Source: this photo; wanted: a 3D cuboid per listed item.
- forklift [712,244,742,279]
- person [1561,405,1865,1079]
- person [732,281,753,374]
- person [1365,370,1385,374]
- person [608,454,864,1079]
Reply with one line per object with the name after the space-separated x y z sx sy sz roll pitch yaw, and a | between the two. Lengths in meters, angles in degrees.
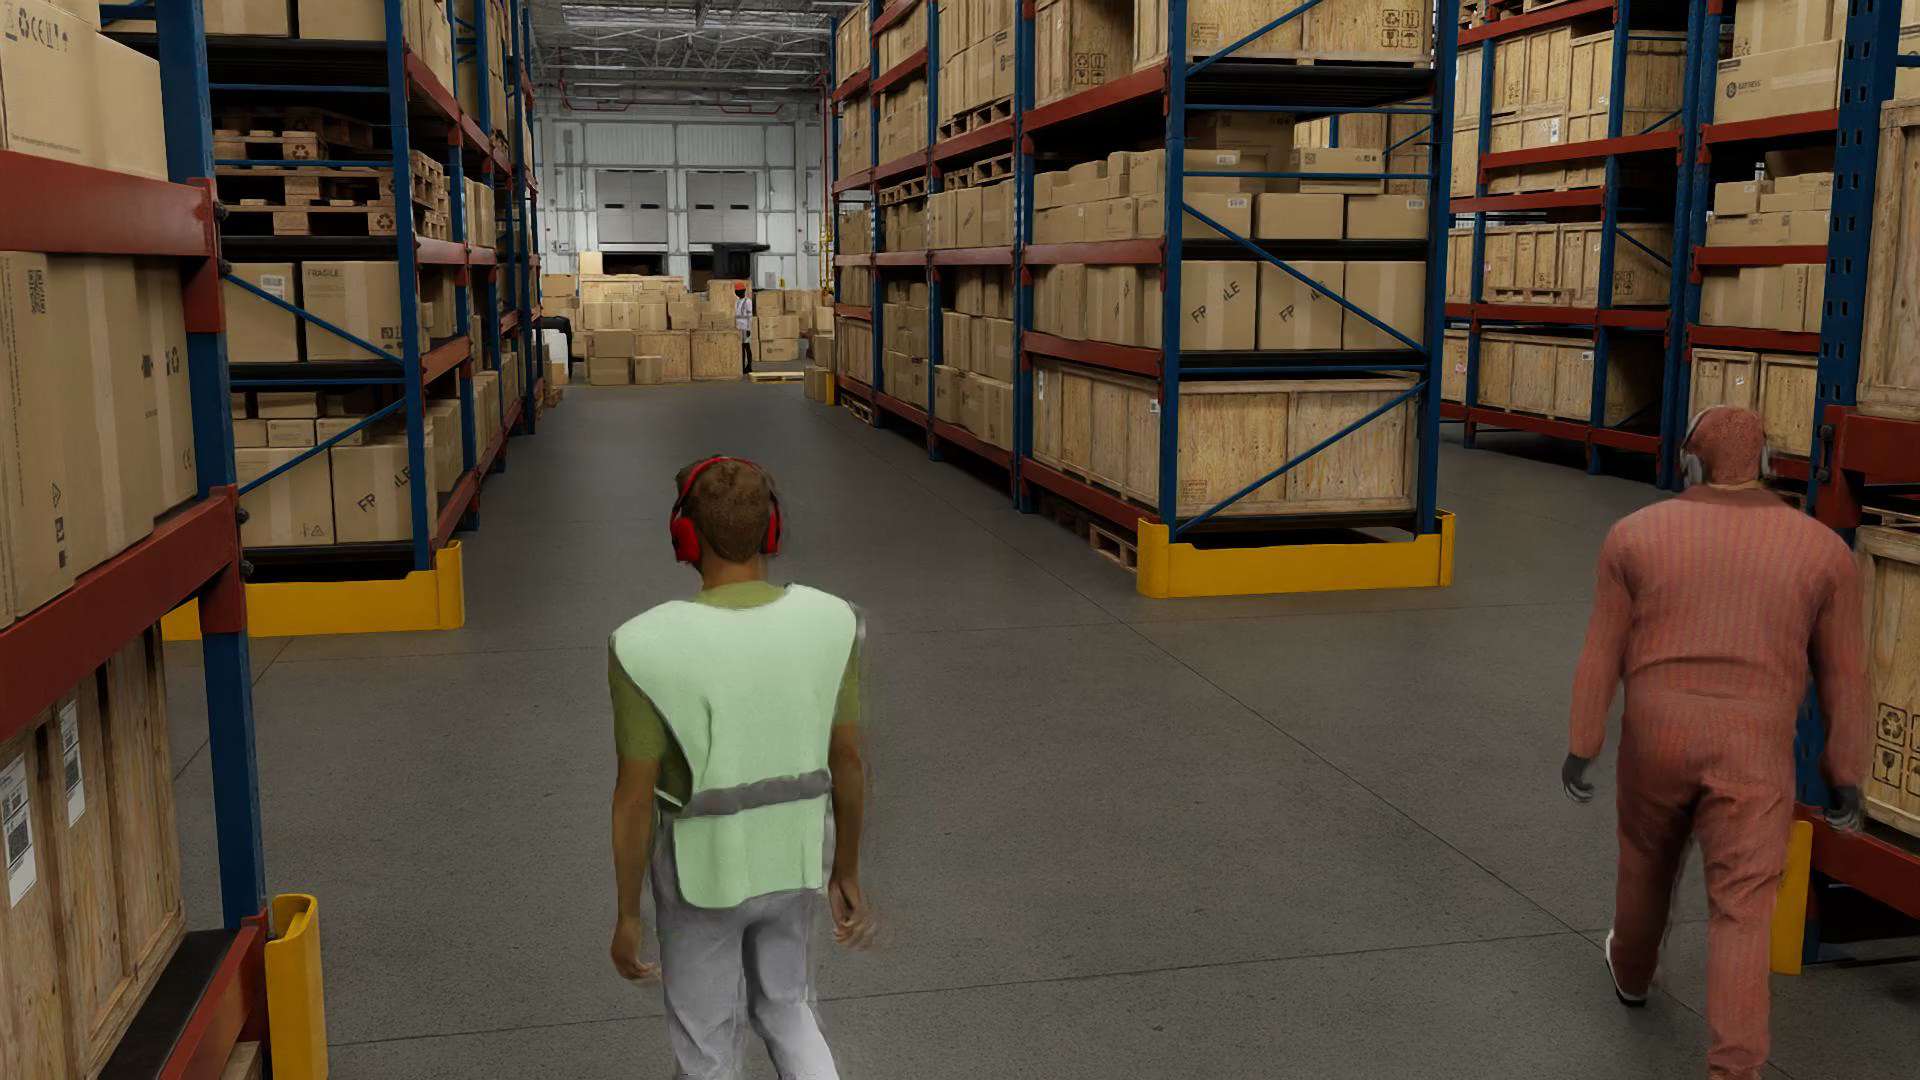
-6.149 -6.433 44.035 1.873 2.768 1.129 4 10 25 | forklift
2.069 0.564 4.571 0.731 1.836 1.031 4 10 25 | person
-4.550 -4.436 34.745 0.376 1.933 0.544 -7 12 -37 | person
3.697 -1.142 15.404 0.319 1.690 0.530 -9 13 -43 | person
-0.457 0.736 3.546 0.565 1.831 0.525 -7 11 -36 | person
